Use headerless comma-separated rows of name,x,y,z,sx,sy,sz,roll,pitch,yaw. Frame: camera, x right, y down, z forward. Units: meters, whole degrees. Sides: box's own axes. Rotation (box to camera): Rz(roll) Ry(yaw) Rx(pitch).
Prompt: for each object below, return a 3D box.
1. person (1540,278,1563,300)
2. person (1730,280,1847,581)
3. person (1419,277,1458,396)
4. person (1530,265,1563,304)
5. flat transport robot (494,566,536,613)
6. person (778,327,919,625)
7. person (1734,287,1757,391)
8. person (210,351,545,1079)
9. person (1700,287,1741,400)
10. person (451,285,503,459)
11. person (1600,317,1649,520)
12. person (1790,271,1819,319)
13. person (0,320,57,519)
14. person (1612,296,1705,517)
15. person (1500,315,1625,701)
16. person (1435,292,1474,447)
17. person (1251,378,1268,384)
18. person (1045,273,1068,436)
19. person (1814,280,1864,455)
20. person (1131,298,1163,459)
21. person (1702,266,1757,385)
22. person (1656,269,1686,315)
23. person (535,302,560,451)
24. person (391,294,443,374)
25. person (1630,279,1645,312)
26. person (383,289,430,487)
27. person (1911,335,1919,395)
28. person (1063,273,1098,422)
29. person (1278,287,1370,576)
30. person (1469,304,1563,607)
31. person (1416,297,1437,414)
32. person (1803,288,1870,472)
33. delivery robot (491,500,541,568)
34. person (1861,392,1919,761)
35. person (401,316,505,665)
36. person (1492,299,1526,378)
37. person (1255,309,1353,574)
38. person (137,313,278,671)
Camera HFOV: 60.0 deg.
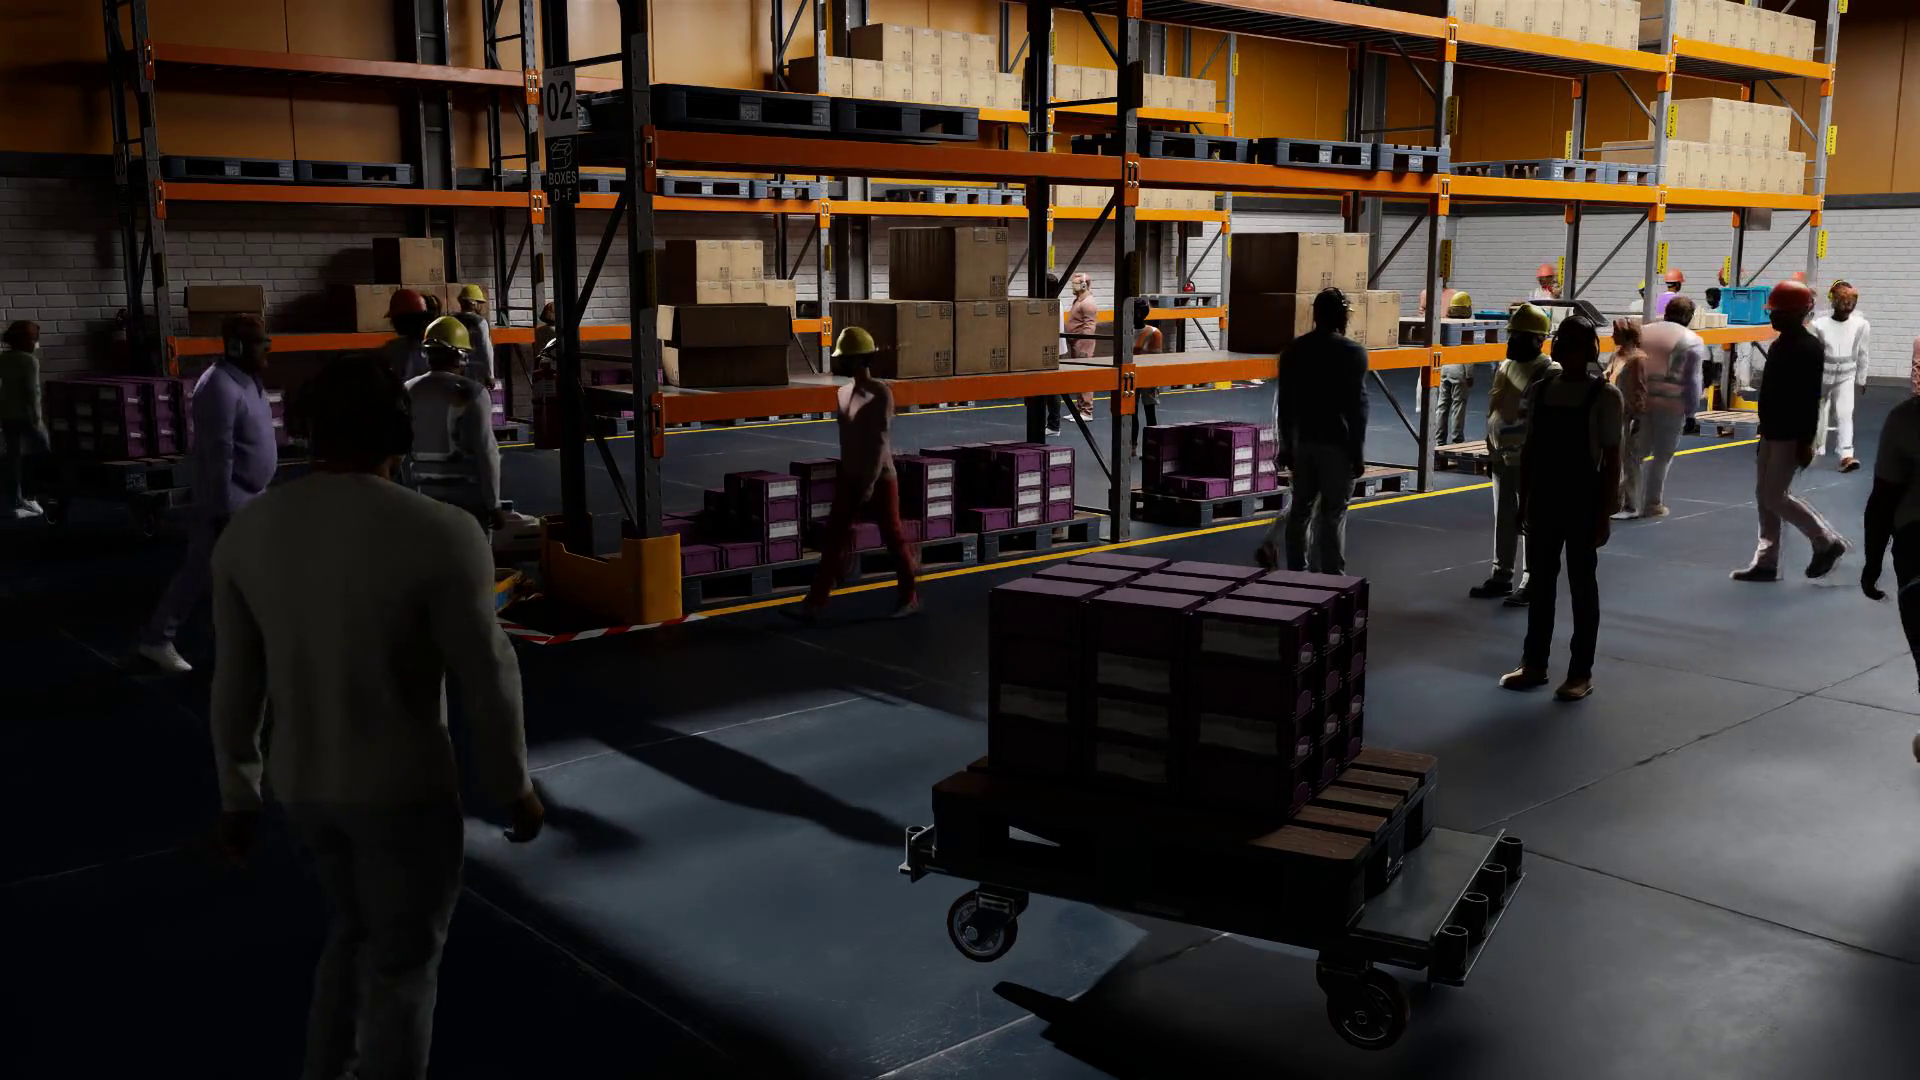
person,8.611,-2.871,24.019,0.607,1.803,0.904,-2,10,-9
person,5.382,-0.684,10.752,0.545,1.979,0.615,1,10,4
person,7.194,-3.127,24.982,0.612,1.994,0.395,1,10,3
person,9.361,-3.402,26.620,0.610,1.993,1.053,9,13,42
flat transport robot,-2.999,0.350,9.659,0.652,0.197,1.431,1,10,3
person,-0.597,-0.347,9.517,0.903,1.721,0.527,-9,13,-42
person,12.460,-3.176,26.303,0.312,1.642,0.512,1,10,8
person,-1.288,0.549,3.674,0.648,1.919,0.467,3,10,18
person,11.230,-2.900,24.582,0.655,1.668,0.554,-3,10,-16
person,-5.073,-1.739,17.356,0.586,1.824,0.403,5,11,29
person,5.375,-0.984,13.480,0.308,1.636,0.524,-1,10,-6
person,11.798,-2.830,23.528,0.875,1.900,0.555,-4,10,-21
person,-7.572,-0.973,13.460,0.525,1.609,0.355,4,11,23
person,5.617,-1.056,13.402,0.578,1.813,0.676,-7,12,-35
person,2.908,-0.156,8.022,0.337,1.846,0.514,-8,12,-38
person,5.335,-1.783,17.846,0.298,1.745,0.484,-5,11,-27
person,5.028,-3.521,27.687,0.476,1.865,0.753,4,11,24
person,1.075,-2.193,19.735,0.388,1.919,0.592,1,10,7
person,9.348,-1.835,17.772,0.510,1.877,0.328,1,10,5
person,1.883,-1.687,17.447,0.530,1.689,0.322,8,12,39
person,12.575,-3.490,27.177,0.796,1.976,0.620,2,10,13
person,10.101,-2.871,23.644,0.379,1.934,0.558,-4,10,-20
person,-4.458,-1.790,18.238,0.494,1.625,0.283,7,12,37
person,-3.850,-0.855,12.108,0.524,1.850,0.441,4,10,21
person,10.672,-3.176,25.949,0.523,1.766,0.315,-1,10,-6
person,-3.705,-0.821,11.771,0.854,1.906,0.548,-5,11,-26
person,8.739,-1.282,14.852,0.525,1.769,0.310,-1,10,-6
person,1.542,-2.472,21.394,0.408,1.913,0.642,-1,10,-7
person,2.211,-0.561,10.121,0.378,1.940,0.629,-8,12,-38
person,3.413,-0.516,10.159,0.403,1.837,0.591,-4,10,-20
person,6.351,-2.520,22.473,0.272,1.635,0.507,0,10,-2
person,8.692,-1.599,16.597,0.653,1.814,1.053,3,10,17
delivery robot,-2.910,-0.012,10.681,0.707,0.478,0.477,-4,10,-20
person,3.821,0.038,6.315,0.690,2.000,1.067,2,10,13
person,-2.603,-0.231,8.552,0.593,1.820,0.404,4,10,22
person,6.513,-2.007,19.501,0.525,1.623,0.447,3,10,19
person,2.208,-0.570,10.432,0.610,1.855,0.594,-10,14,-44
person,-3.801,-0.242,8.551,0.961,1.852,0.653,-1,10,-4
